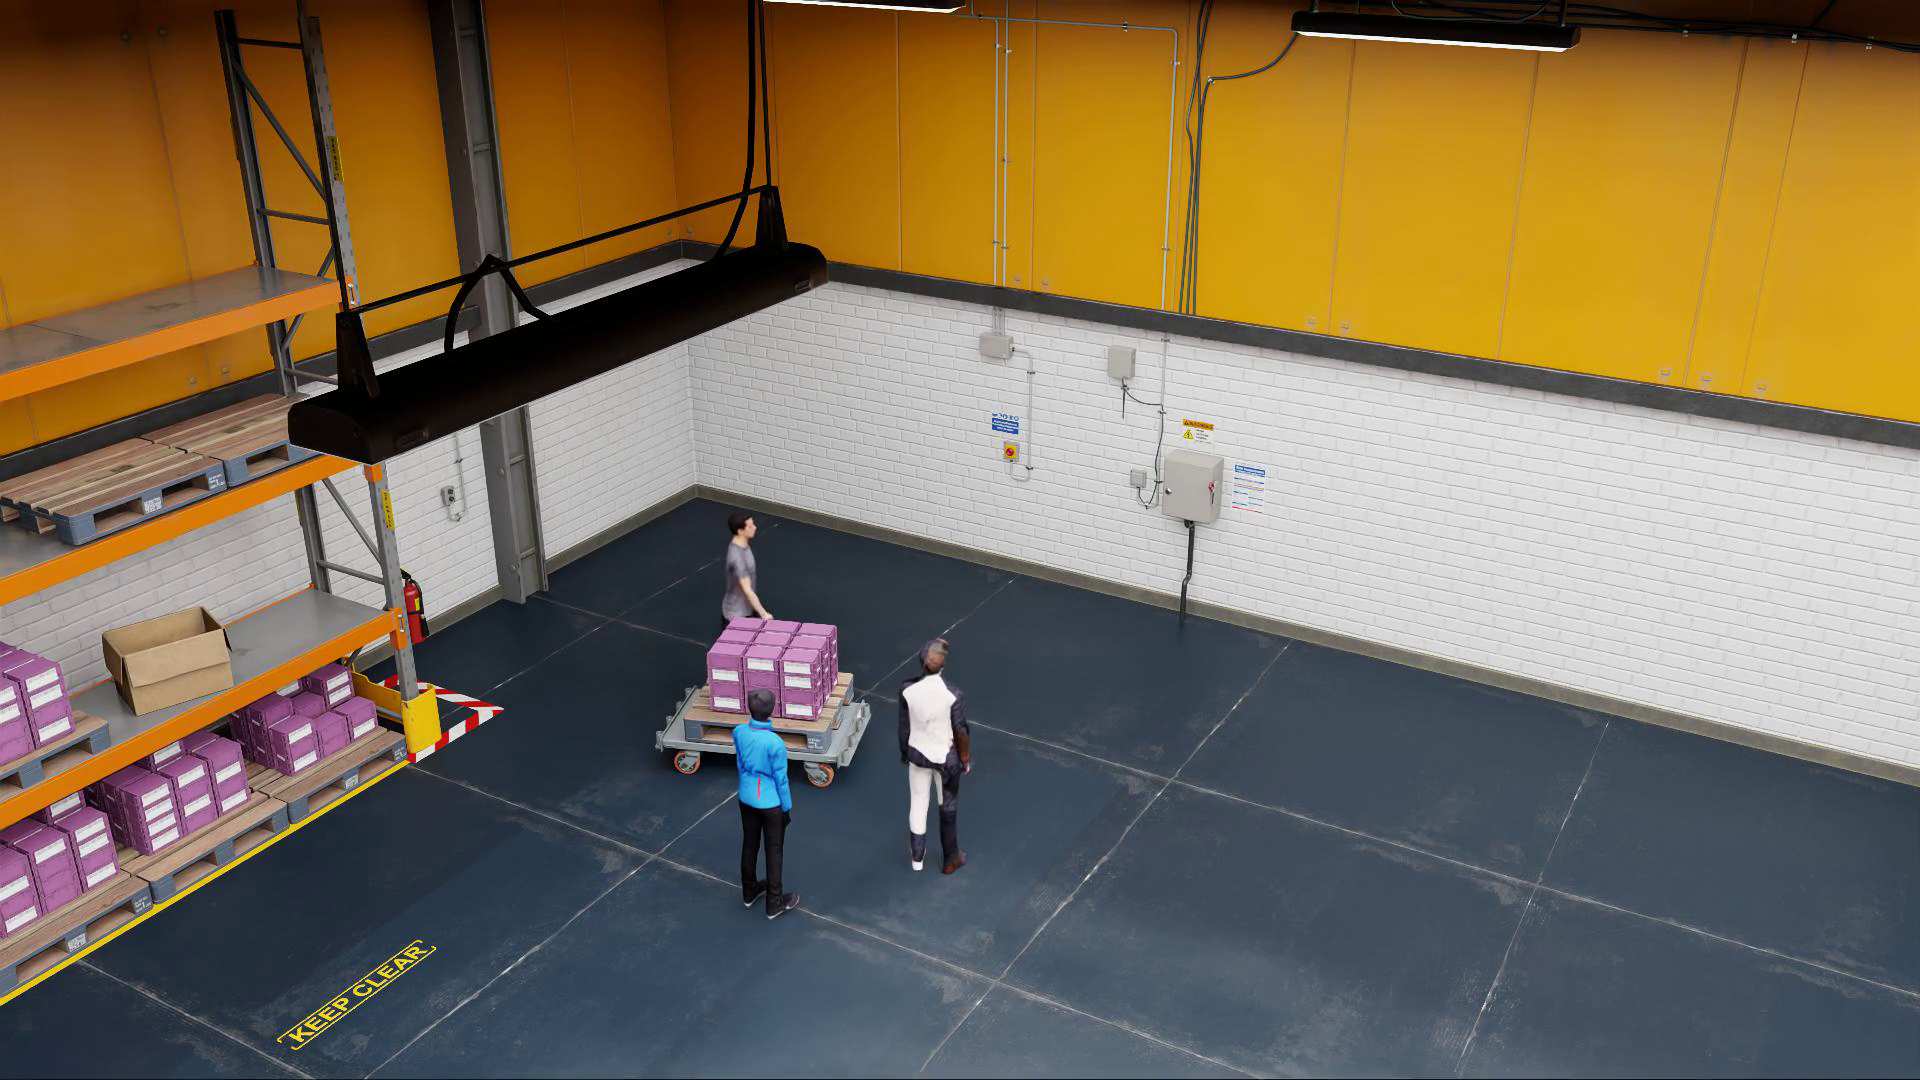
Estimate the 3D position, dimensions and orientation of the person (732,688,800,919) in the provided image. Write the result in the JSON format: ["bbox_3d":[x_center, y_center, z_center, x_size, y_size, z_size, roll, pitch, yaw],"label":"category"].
[{"bbox_3d":[-1.420,1.855,11.829,0.587,1.797,0.539,14,27,28],"label":"person"}]

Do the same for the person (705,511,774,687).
[{"bbox_3d":[-2.031,0.632,14.591,1.051,1.825,1.185,1,24,2],"label":"person"}]

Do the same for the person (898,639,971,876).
[{"bbox_3d":[-0.197,1.599,12.298,0.745,1.891,0.668,7,25,15],"label":"person"}]
